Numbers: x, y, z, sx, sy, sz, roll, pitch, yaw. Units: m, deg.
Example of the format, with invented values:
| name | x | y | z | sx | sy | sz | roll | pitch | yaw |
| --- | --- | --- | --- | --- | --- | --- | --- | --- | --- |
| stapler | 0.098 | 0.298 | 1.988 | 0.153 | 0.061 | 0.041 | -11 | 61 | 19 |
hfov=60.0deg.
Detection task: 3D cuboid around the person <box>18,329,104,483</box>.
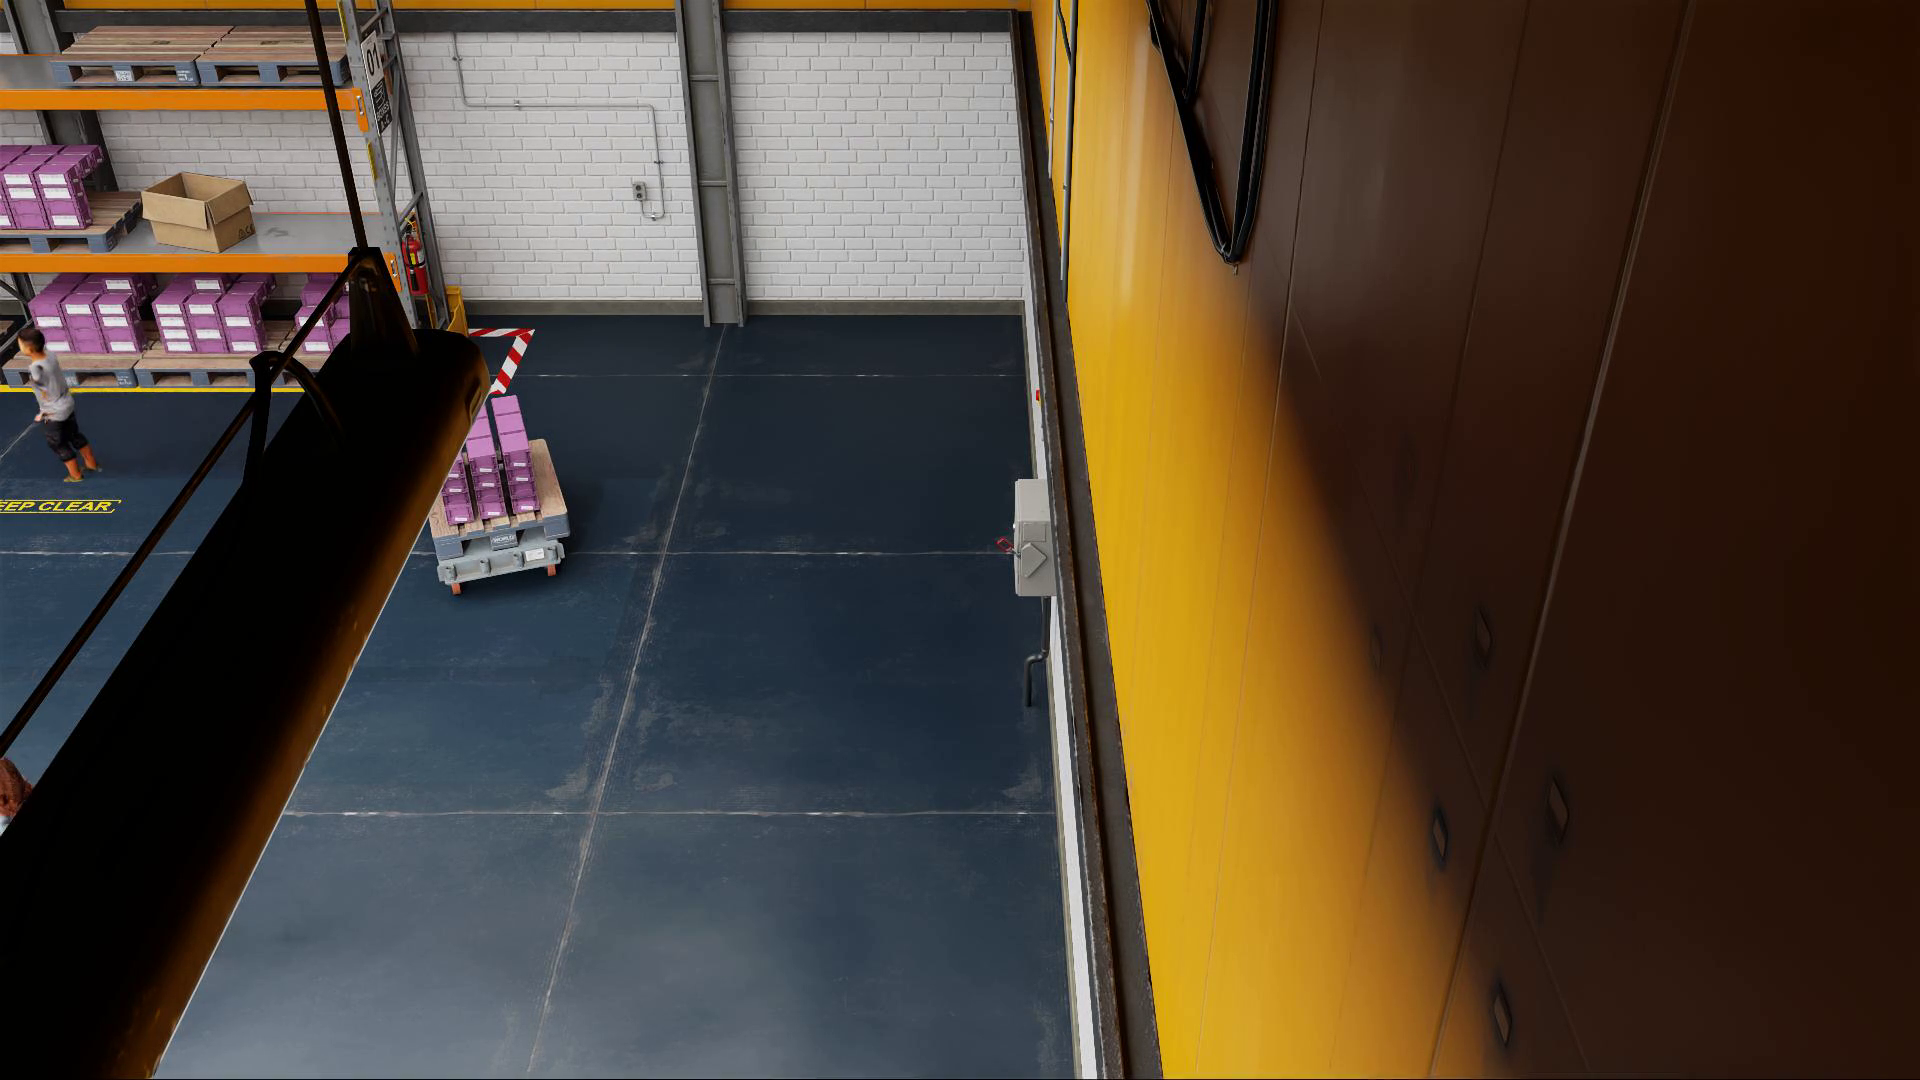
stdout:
| name | x | y | z | sx | sy | sz | roll | pitch | yaw |
| --- | --- | --- | --- | --- | --- | --- | --- | --- | --- |
| person | -7.507 | -1.170 | 13.832 | 0.544 | 1.453 | 0.583 | 0 | 34 | 0 |
